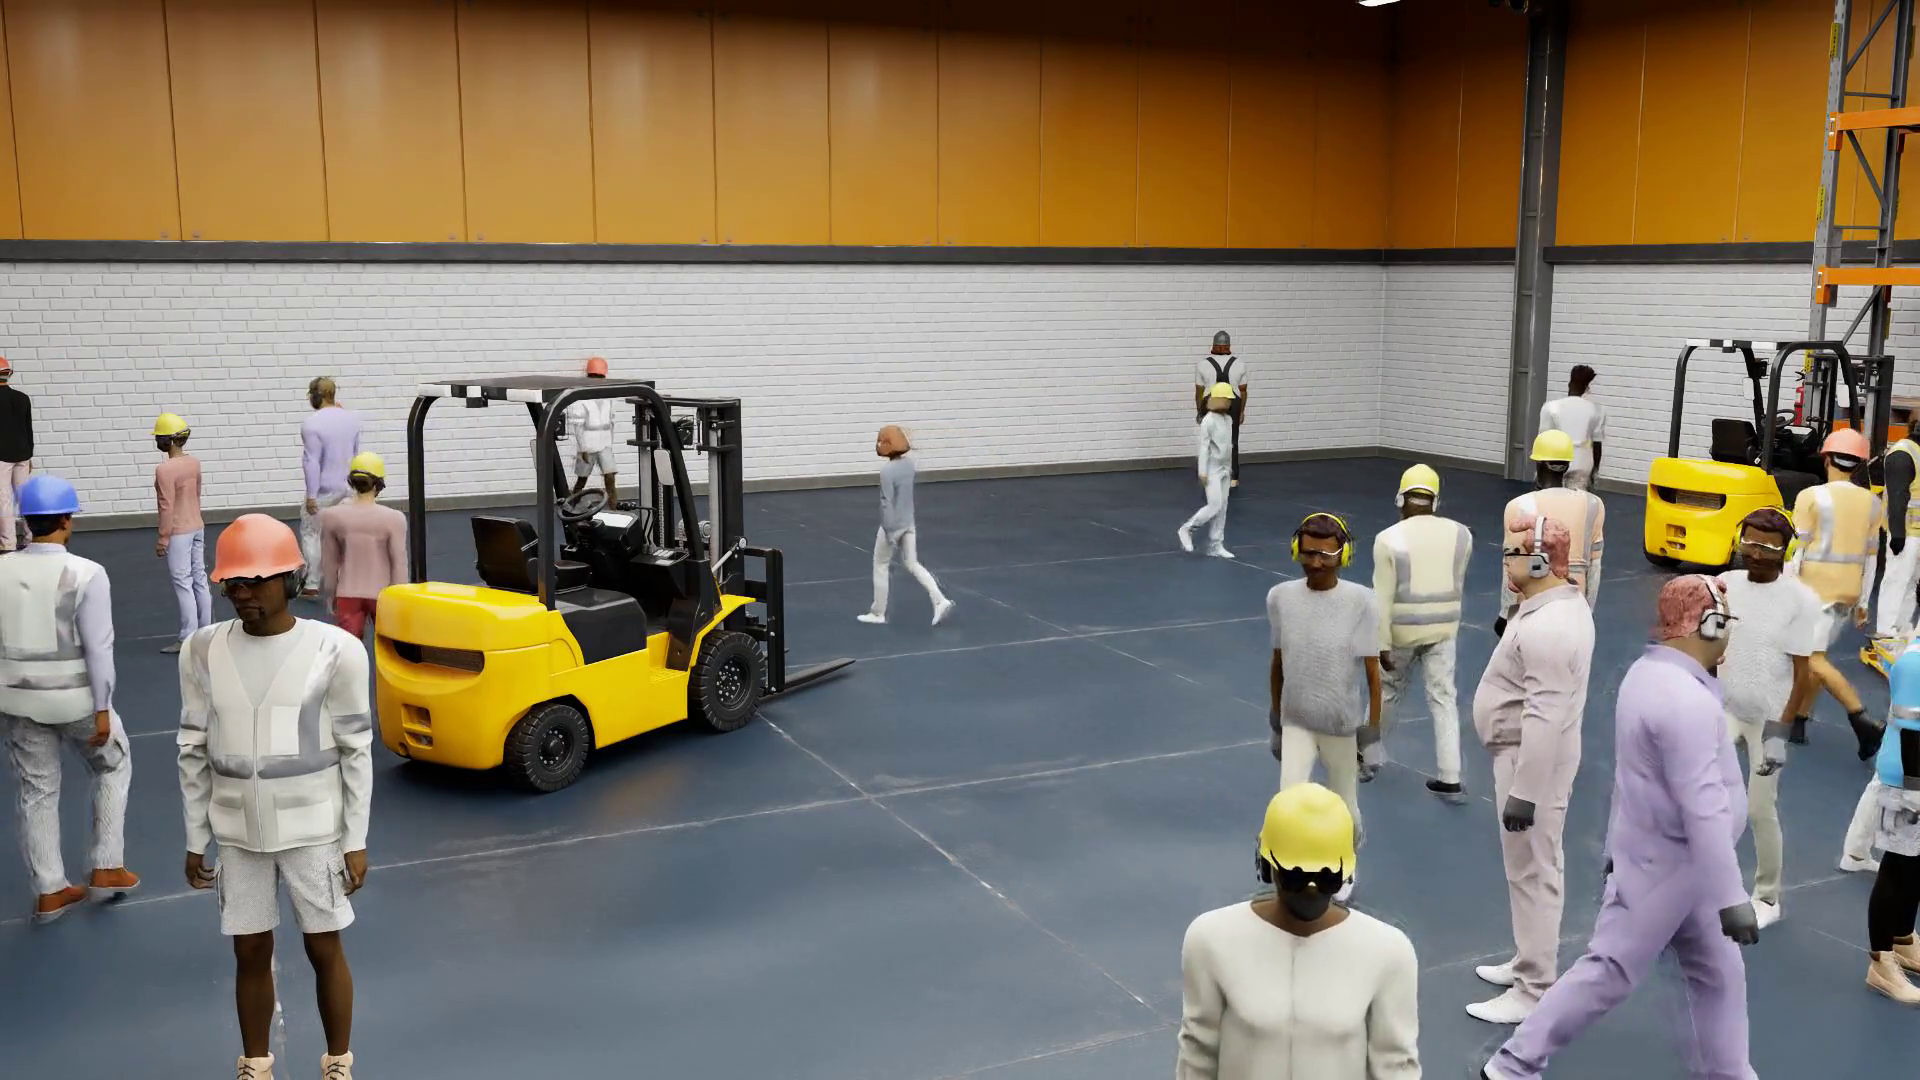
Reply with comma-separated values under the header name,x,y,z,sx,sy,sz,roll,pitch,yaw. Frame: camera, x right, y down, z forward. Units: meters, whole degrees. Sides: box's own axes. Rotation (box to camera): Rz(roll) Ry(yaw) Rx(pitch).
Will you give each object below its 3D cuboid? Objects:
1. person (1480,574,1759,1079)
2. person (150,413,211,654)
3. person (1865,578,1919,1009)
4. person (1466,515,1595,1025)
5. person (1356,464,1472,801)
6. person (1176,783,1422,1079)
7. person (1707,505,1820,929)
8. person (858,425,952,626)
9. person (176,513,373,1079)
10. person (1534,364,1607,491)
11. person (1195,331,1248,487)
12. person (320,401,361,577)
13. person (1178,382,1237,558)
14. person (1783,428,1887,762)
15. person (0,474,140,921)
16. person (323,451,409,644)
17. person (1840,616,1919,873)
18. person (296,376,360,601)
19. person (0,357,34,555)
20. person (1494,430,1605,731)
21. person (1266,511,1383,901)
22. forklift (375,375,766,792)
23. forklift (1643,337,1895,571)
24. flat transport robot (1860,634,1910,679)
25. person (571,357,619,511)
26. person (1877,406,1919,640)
name,x,y,z,sx,sy,sz,roll,pitch,yaw
person,2.220,1.025,5.336,1.005,1.846,0.652,4,10,22
person,-5.748,-0.050,12.244,0.309,1.769,0.525,0,9,2
person,3.729,0.924,6.411,0.533,1.697,0.322,-8,12,-40
person,2.124,0.851,6.226,0.409,1.906,0.651,4,10,24
person,2.472,0.474,9.023,0.570,1.770,0.929,-1,9,-8
person,0.756,1.345,3.763,0.529,1.714,0.912,1,9,7
person,3.198,0.772,6.938,0.820,1.835,0.548,-5,10,-29
person,-0.447,-0.108,13.093,0.758,1.607,0.496,6,11,32
person,-2.187,0.926,5.329,0.608,2.044,0.370,0,9,-2
person,5.749,-0.693,15.689,0.624,1.931,0.505,2,9,14
person,3.388,-1.711,21.703,0.683,2.000,0.538,0,9,2
person,-5.703,-0.464,15.243,0.270,1.627,0.503,6,11,32
person,2.470,-0.683,16.280,0.476,1.733,0.488,7,11,36
person,5.072,0.313,9.583,0.561,1.902,0.845,-2,9,-15
person,-3.912,0.671,7.272,0.608,1.919,0.587,0,9,3
person,-3.567,0.348,9.916,0.544,1.738,0.792,0,9,2
person,4.343,0.805,7.509,0.585,1.601,0.526,3,10,19
person,-5.424,-0.424,14.094,0.801,1.914,0.655,4,10,24
person,-9.332,-0.807,16.267,0.402,1.988,0.613,2,9,13
person,3.266,0.350,9.262,0.584,1.928,0.373,-1,9,-9
person,1.555,0.765,7.015,0.519,1.837,0.862,4,10,25
forklift,-2.268,0.149,9.685,1.214,2.155,2.313,6,11,32
forklift,7.551,-0.789,15.507,2.313,2.155,1.214,-4,10,-25
flat transport robot,6.574,0.875,11.133,0.652,0.197,1.431,2,9,15
person,-3.937,-1.022,17.902,0.544,1.894,1.000,-7,12,-39
person,6.958,-0.067,12.122,0.633,1.839,0.429,-7,12,-39
